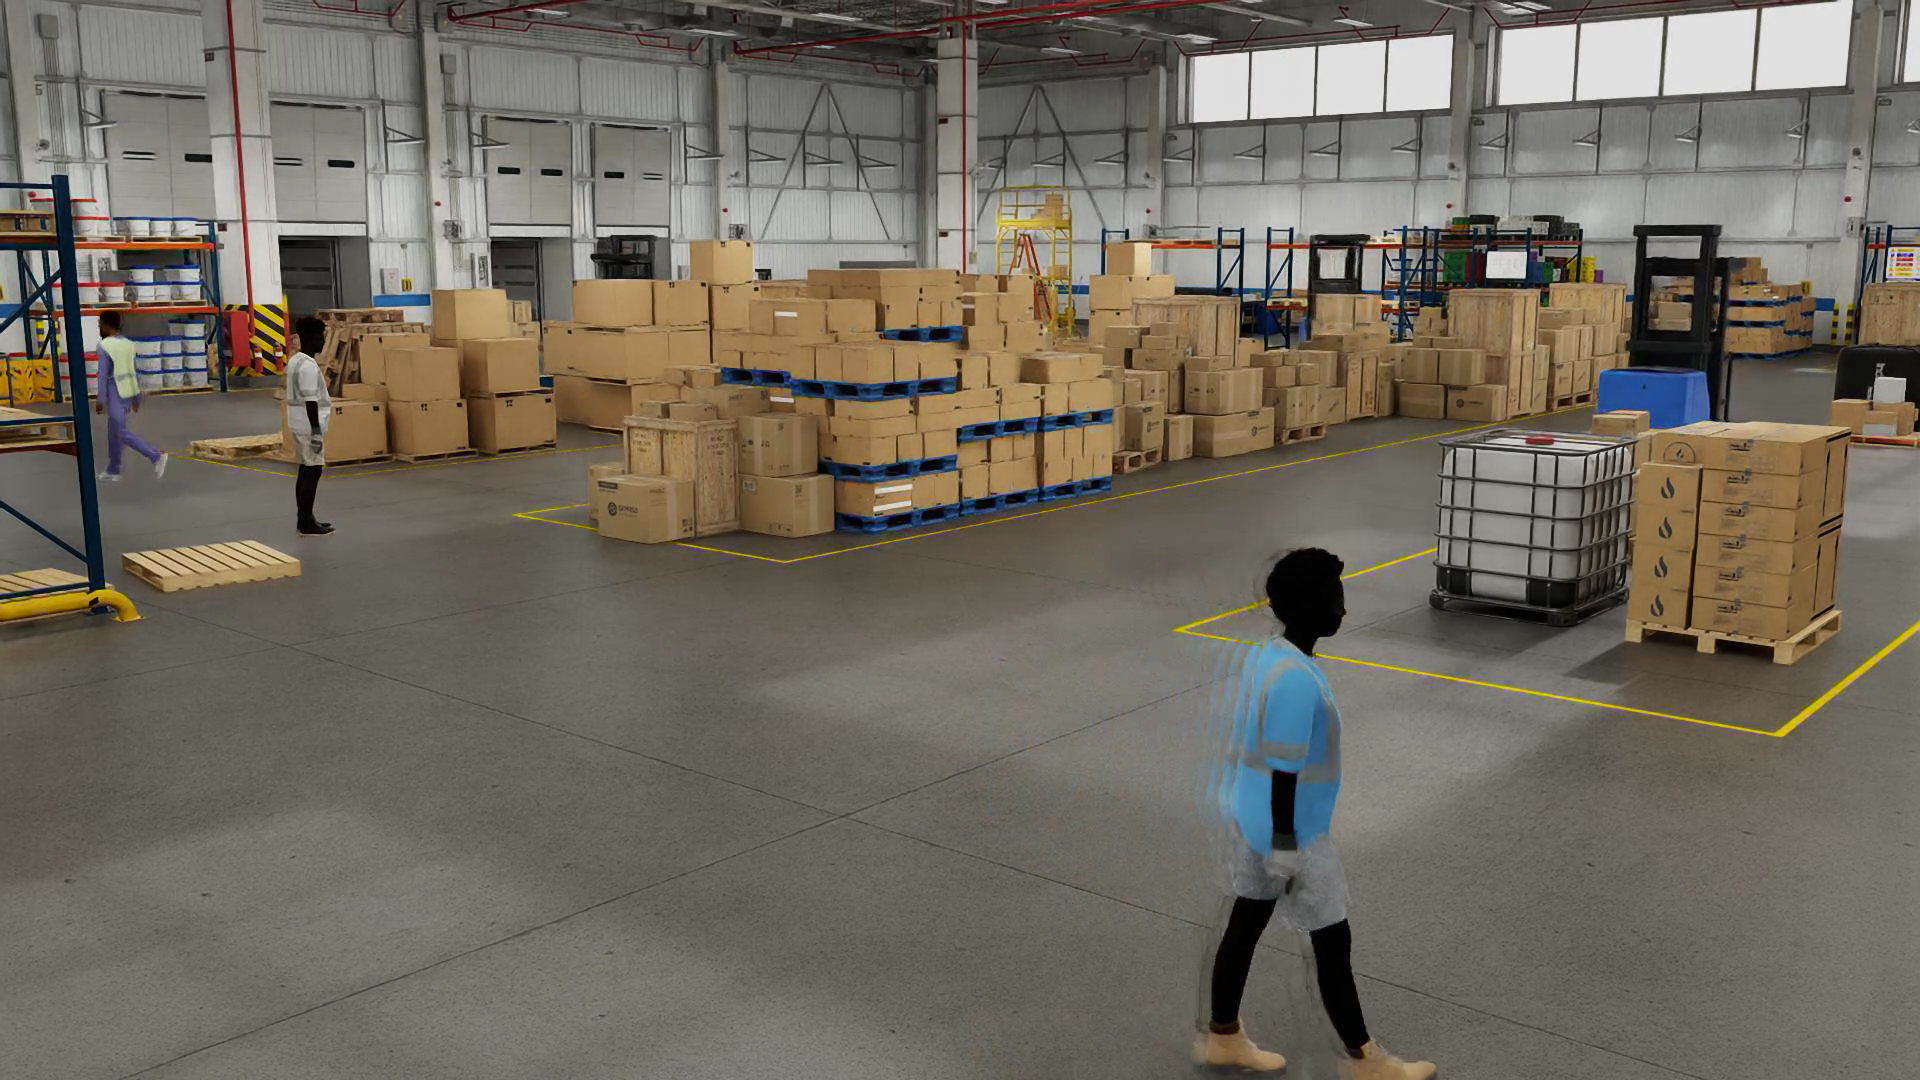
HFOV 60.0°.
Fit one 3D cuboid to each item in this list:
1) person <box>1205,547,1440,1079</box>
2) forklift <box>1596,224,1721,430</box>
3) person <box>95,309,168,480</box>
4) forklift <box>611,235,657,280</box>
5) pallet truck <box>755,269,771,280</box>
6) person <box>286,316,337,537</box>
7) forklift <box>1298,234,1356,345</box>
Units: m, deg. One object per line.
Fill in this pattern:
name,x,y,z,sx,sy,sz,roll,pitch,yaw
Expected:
person,1.108,0.849,4.978,0.769,1.663,0.553,1,10,4
forklift,8.605,-2.425,20.198,1.129,2.768,1.873,8,13,40
person,-9.135,-1.574,18.172,0.816,1.897,0.595,0,10,-2
forklift,-6.928,-5.125,35.573,1.129,2.768,1.873,2,10,13
pallet truck,-4.996,-6.432,45.525,1.885,1.965,0.823,-6,12,-32
person,-5.757,-1.003,14.749,0.378,1.957,0.607,-6,12,-31
forklift,7.711,-4.947,34.559,1.129,2.768,1.873,0,10,1
